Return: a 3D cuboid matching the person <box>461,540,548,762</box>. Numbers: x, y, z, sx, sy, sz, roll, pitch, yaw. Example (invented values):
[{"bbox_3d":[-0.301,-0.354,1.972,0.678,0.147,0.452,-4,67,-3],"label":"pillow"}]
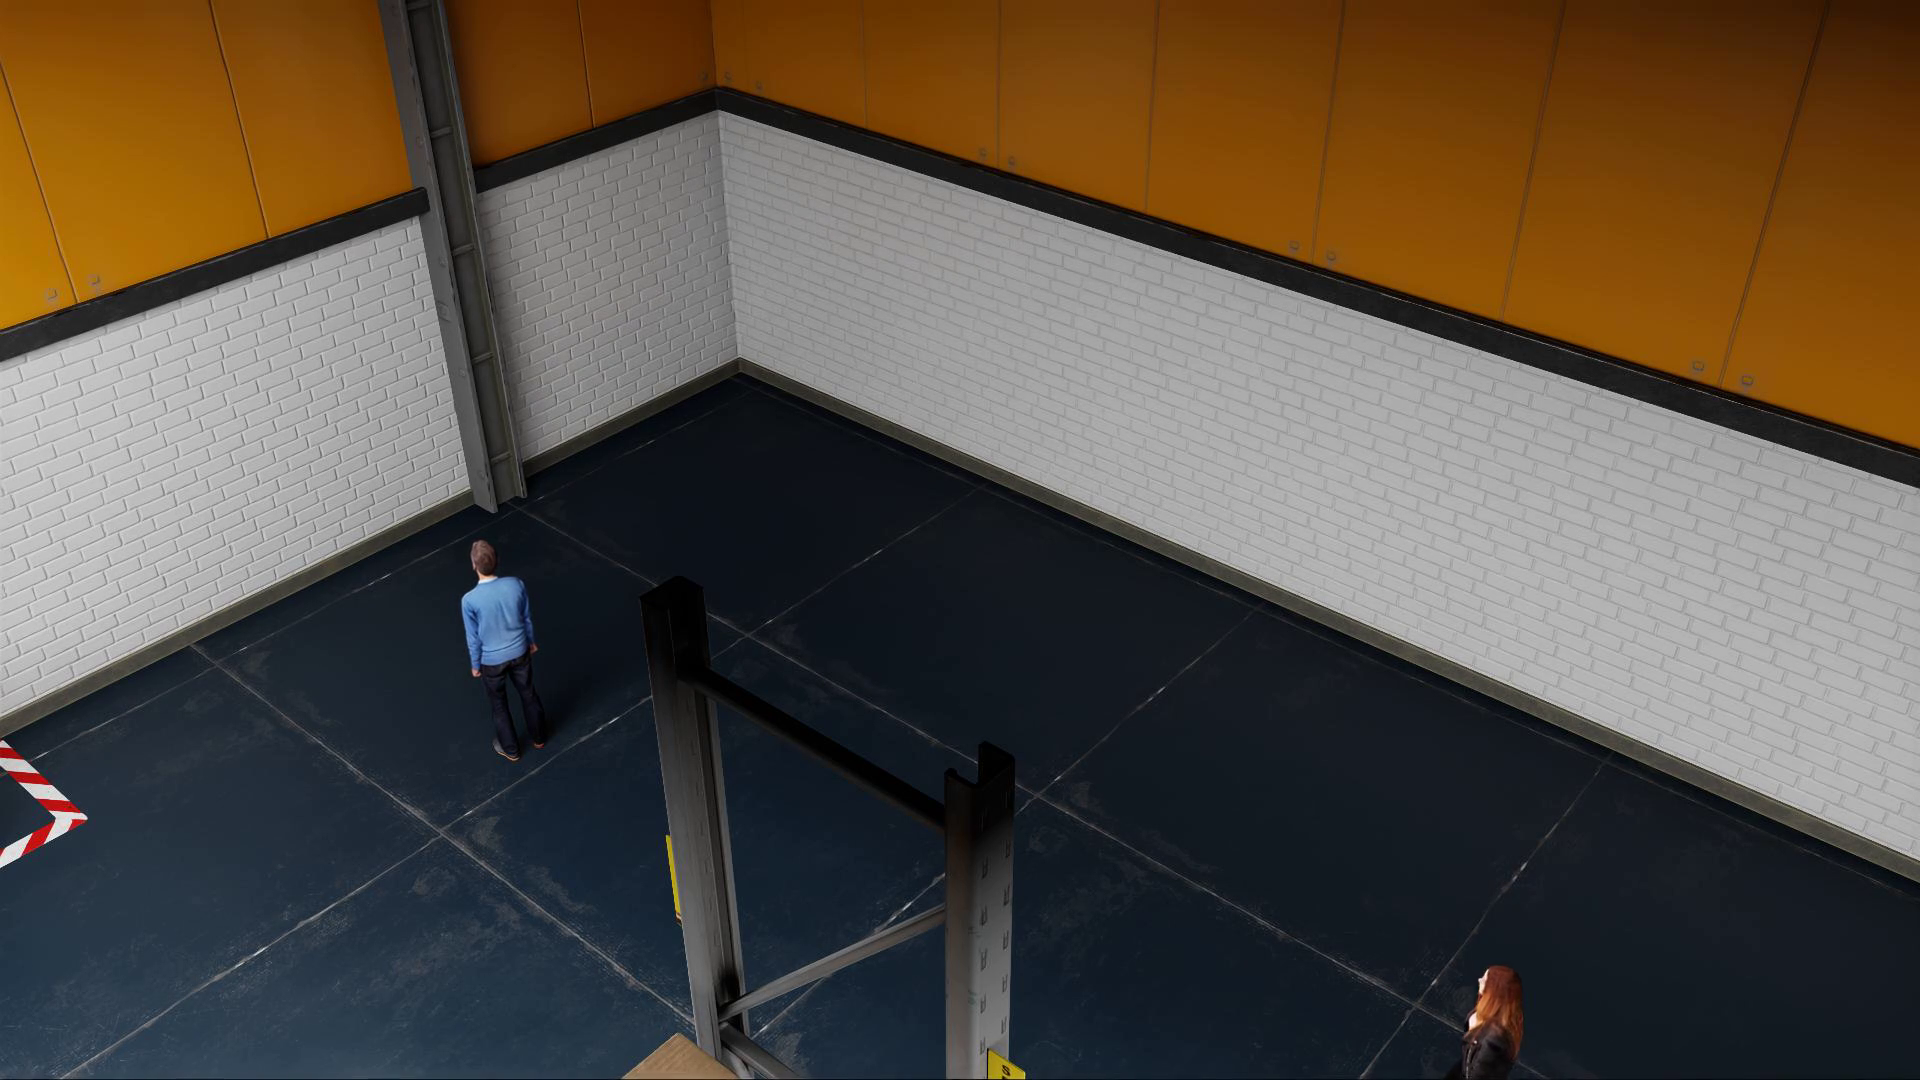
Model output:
[{"bbox_3d":[-3.292,0.790,11.962,0.569,1.817,0.762,-23,40,-31],"label":"person"}]
